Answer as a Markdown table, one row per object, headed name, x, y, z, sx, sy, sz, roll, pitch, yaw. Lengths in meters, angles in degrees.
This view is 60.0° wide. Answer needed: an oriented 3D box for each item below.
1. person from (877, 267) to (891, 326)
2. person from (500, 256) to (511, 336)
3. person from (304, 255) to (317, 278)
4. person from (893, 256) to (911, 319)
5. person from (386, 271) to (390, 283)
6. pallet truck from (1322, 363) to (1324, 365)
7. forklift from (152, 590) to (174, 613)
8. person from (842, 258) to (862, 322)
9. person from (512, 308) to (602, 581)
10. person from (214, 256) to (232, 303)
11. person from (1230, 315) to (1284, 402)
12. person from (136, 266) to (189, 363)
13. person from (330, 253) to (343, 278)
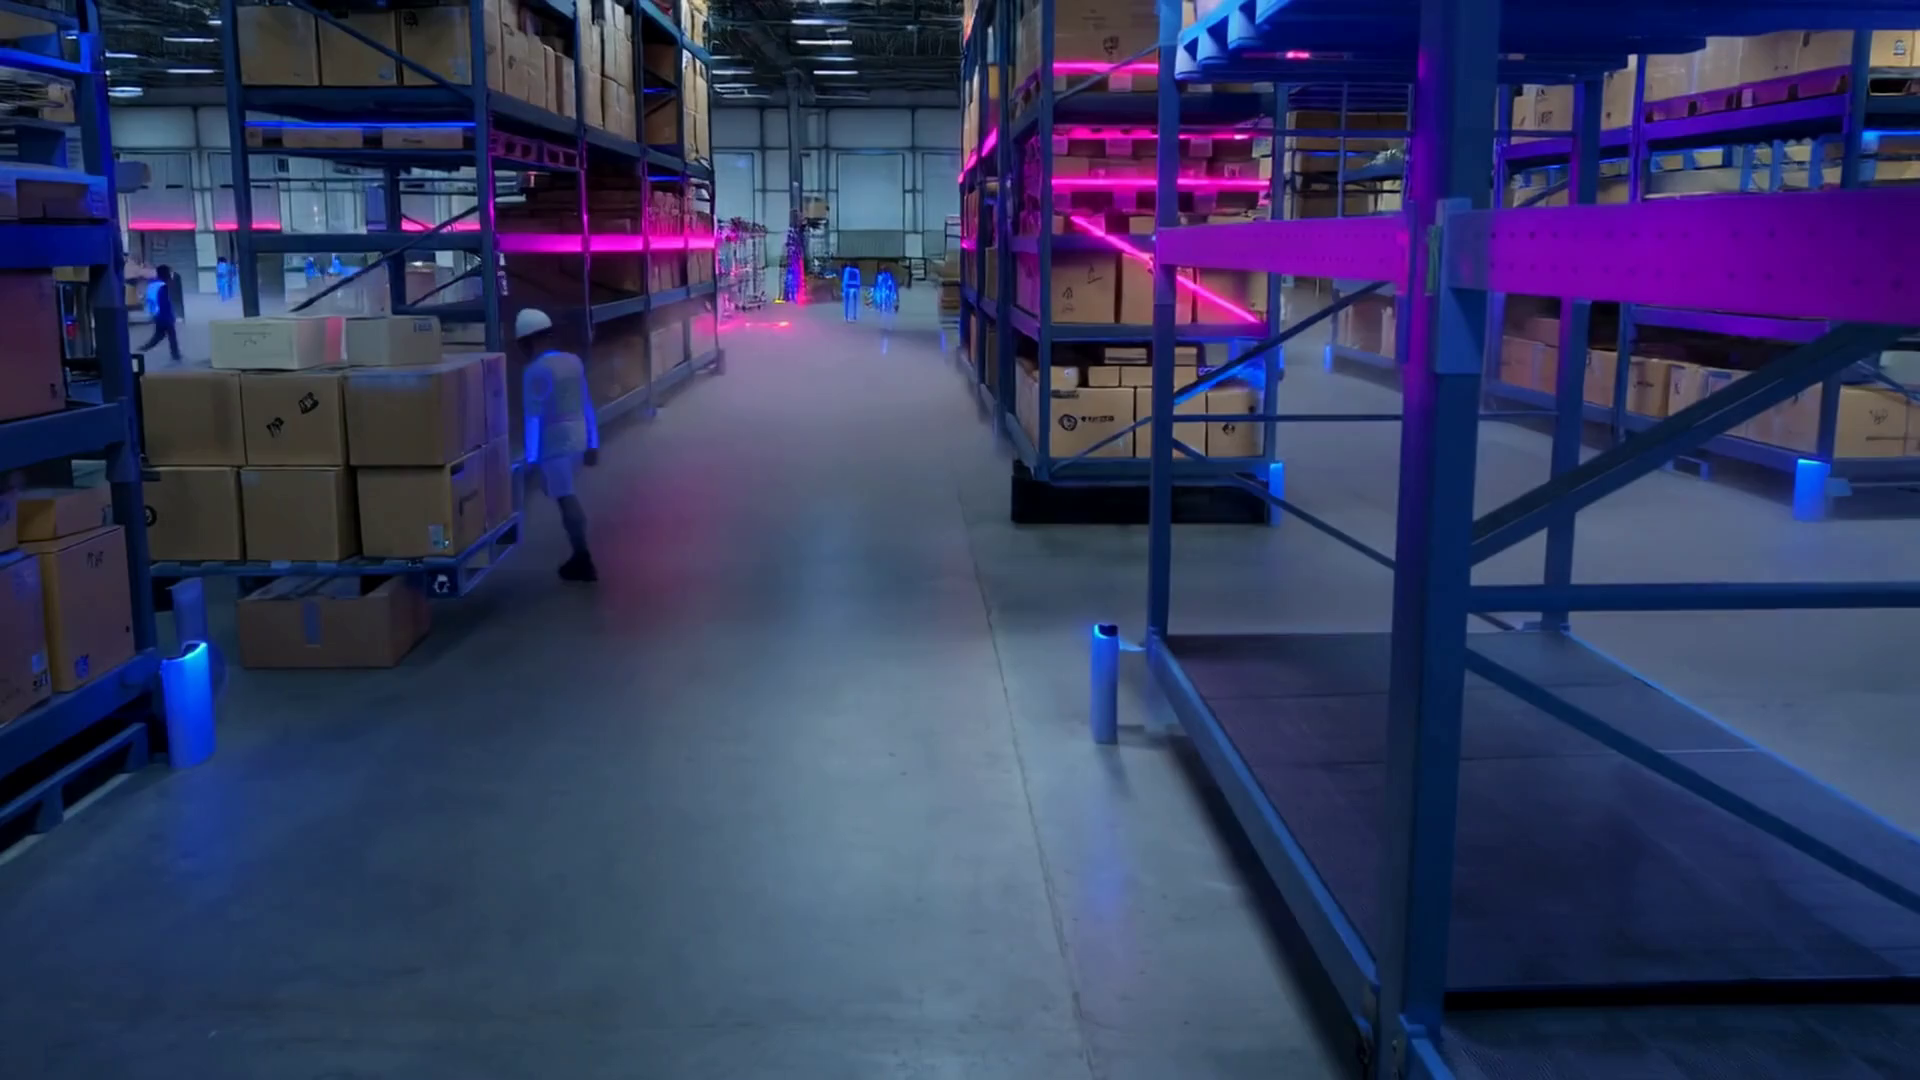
| name | x | y | z | sx | sy | sz | roll | pitch | yaw |
| --- | --- | --- | --- | --- | --- | --- | --- | --- | --- |
| person | -2.122 | -6.800 | 46.460 | 0.308 | 1.641 | 0.514 | 8 | 13 | 38 |
| person | -10.152 | -5.311 | 37.049 | 0.704 | 2.000 | 0.536 | 0 | 10 | 0 |
| person | -25.301 | -10.204 | 64.866 | 0.429 | 1.841 | 0.636 | 1 | 10 | 8 |
| person | -1.663 | -7.318 | 48.541 | 0.592 | 1.925 | 0.385 | 6 | 12 | 30 |
| person | -18.786 | -8.389 | 55.182 | 0.321 | 1.694 | 0.534 | 7 | 12 | 35 |
| pallet truck | 7.712 | -4.157 | 30.737 | 1.885 | 1.965 | 0.823 | 3 | 11 | 16 |
| forklift | -5.858 | -0.811 | 9.639 | 1.873 | 2.768 | 1.129 | -1 | 10 | -3 |
| person | -3.154 | -7.278 | 48.462 | 0.581 | 1.877 | 0.357 | -4 | 11 | -21 |
| person | -2.768 | -0.640 | 11.430 | 0.546 | 1.893 | 0.621 | 4 | 11 | 23 |
| person | -28.215 | -9.975 | 63.685 | 0.616 | 1.803 | 0.856 | -6 | 12 | -30 |
| person | 3.413 | -1.991 | 19.129 | 0.654 | 1.832 | 0.433 | -1 | 10 | -7 |
| person | -15.517 | -4.354 | 32.202 | 0.869 | 1.884 | 0.607 | -6 | 12 | -29 |
| person | -22.777 | -9.453 | 60.486 | 0.913 | 1.900 | 0.569 | -10 | 14 | -43 |
